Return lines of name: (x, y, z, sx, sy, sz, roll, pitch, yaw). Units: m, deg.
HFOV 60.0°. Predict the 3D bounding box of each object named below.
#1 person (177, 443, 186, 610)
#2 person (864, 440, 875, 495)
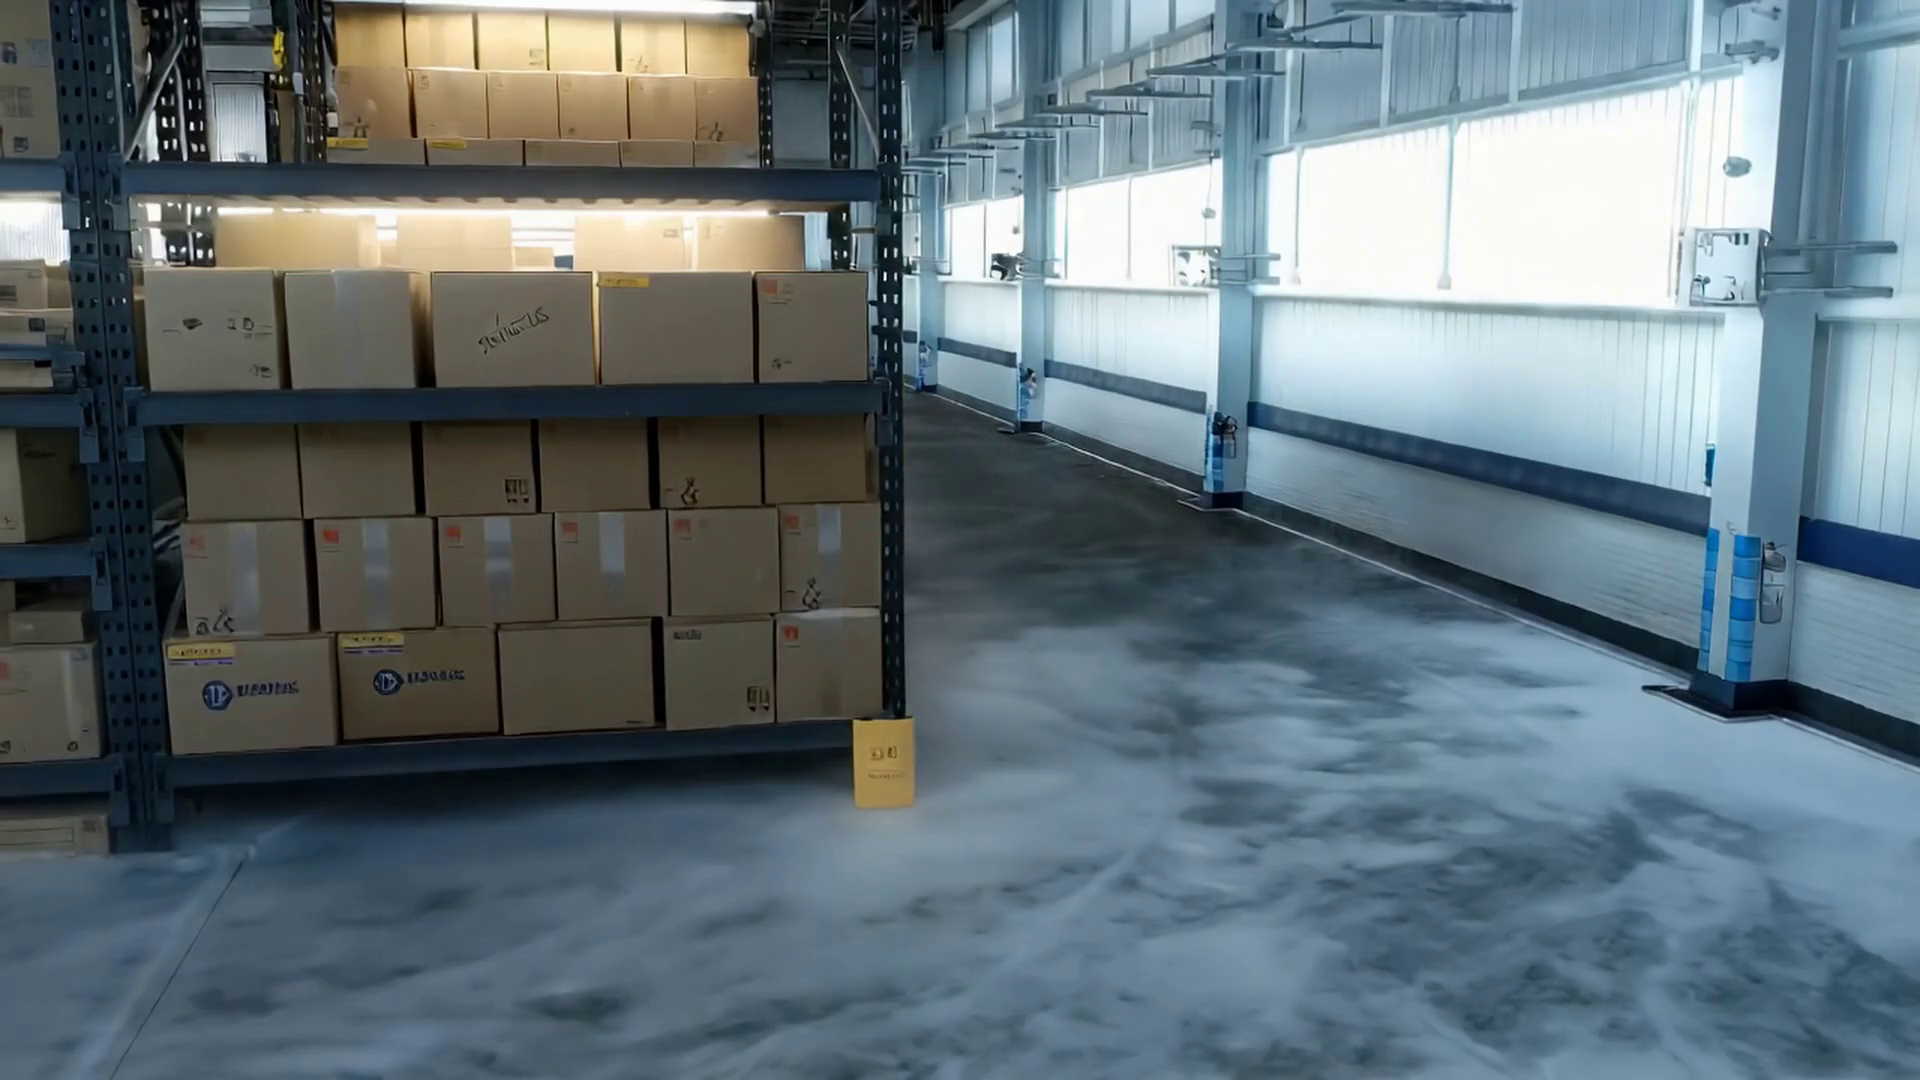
person: (-5.045, 0.227, 11.161, 0.466, 1.982, 0.617, -2, 9, -10)
person: (-1.111, -0.415, 16.159, 0.511, 1.616, 0.636, 2, 10, 11)
